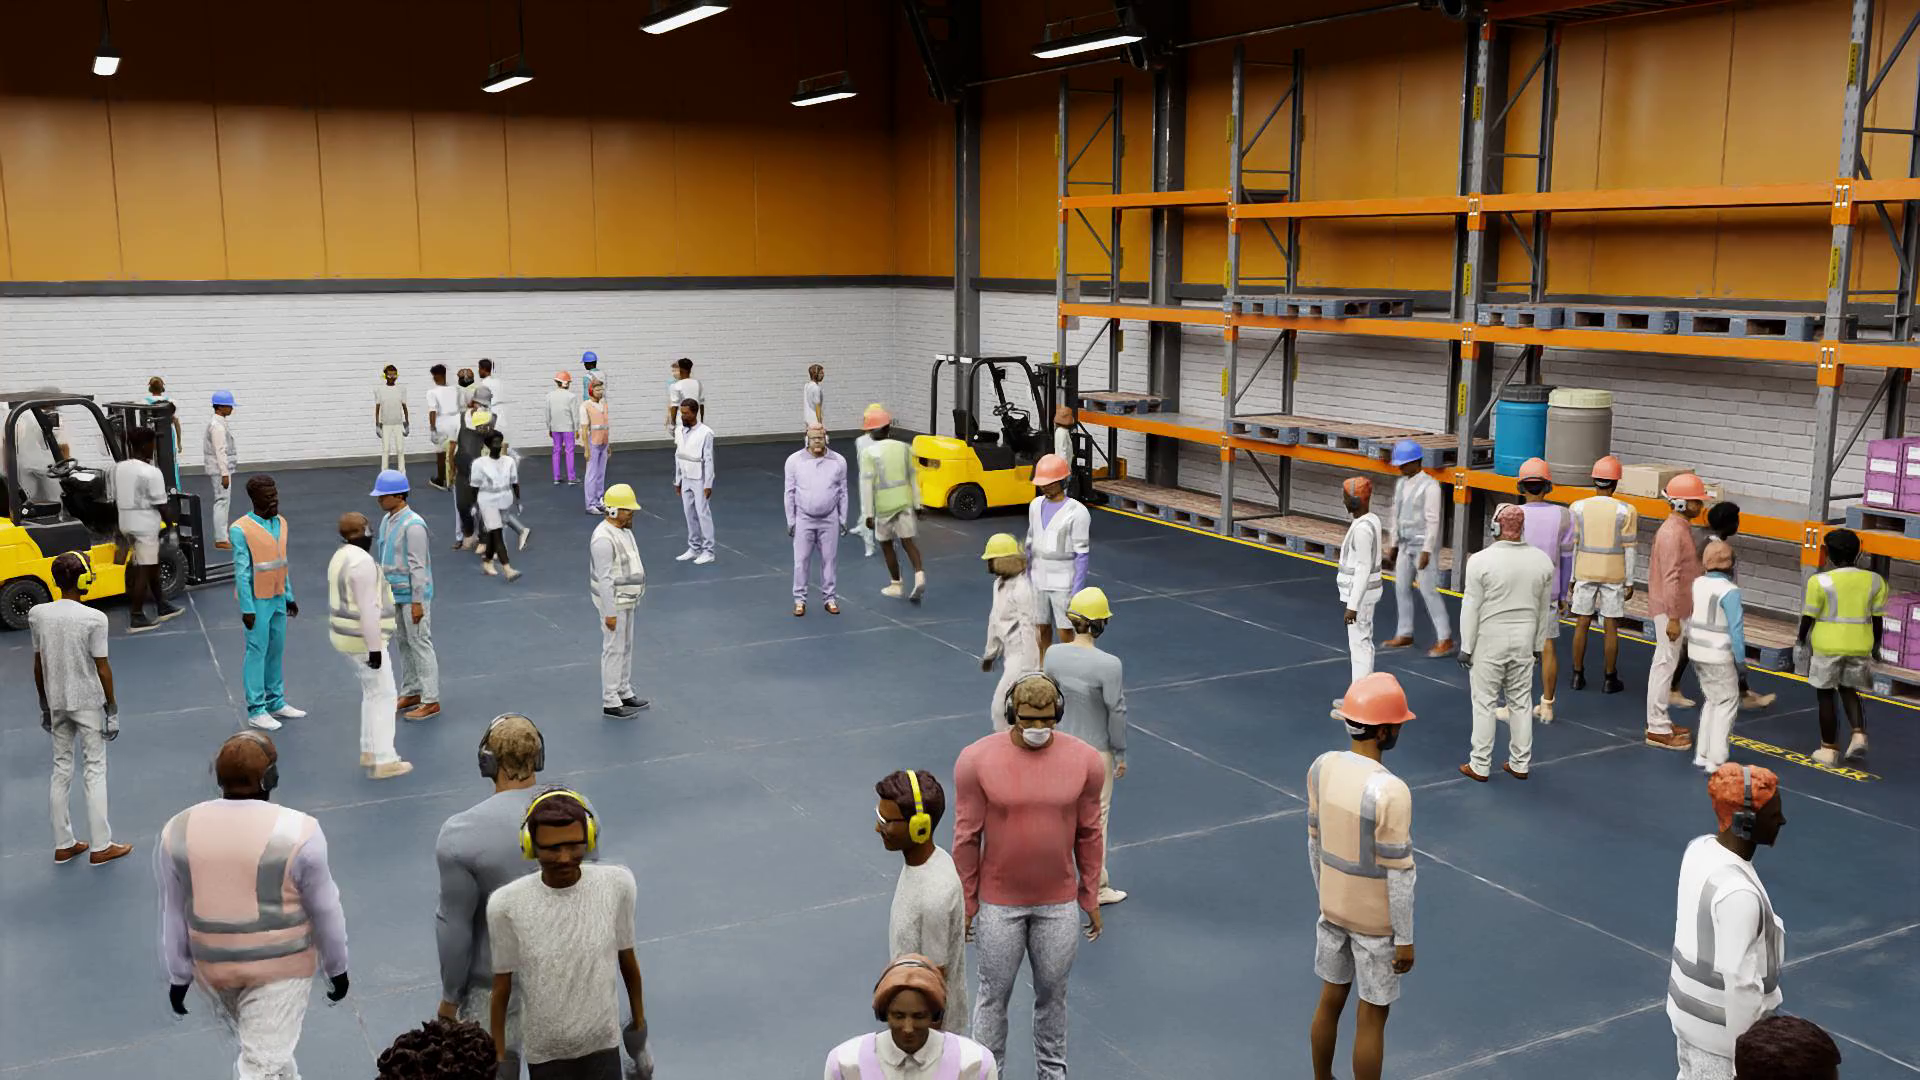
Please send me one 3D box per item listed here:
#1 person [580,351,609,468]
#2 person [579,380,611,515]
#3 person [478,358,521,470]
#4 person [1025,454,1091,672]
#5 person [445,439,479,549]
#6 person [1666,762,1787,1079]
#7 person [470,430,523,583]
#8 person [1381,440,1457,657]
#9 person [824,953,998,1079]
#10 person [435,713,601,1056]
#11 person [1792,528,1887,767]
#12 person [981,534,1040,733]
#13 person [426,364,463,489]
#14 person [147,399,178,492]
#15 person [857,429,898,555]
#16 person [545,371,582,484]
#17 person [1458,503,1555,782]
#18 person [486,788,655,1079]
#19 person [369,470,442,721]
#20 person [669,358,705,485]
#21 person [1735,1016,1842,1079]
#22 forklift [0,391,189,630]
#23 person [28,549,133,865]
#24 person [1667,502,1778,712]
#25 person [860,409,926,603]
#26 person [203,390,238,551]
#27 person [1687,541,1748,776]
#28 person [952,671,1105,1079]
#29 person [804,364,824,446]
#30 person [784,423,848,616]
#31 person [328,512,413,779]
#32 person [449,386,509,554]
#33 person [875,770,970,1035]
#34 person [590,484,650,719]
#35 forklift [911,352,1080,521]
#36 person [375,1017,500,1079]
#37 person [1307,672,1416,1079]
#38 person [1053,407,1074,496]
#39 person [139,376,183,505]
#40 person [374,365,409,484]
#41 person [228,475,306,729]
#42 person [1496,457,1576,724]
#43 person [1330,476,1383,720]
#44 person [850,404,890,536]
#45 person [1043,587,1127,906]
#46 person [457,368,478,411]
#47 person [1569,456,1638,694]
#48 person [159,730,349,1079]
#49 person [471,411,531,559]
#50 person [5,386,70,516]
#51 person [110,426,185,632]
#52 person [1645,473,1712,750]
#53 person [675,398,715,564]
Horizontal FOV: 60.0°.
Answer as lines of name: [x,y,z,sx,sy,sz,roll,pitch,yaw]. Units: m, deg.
person: [-6.071,-2.161,27.605,0.416,1.939,0.604,3,10,19]
person: [-4.985,-1.270,22.738,0.376,1.841,0.571,3,10,19]
person: [-7.420,-1.941,26.457,0.651,1.903,0.595,1,10,3]
person: [0.720,0.339,12.930,0.605,2.036,0.383,10,14,44]
person: [-5.948,-0.704,20.079,0.500,1.636,0.284,-1,10,-5]
person: [2.607,1.675,5.676,0.355,1.883,0.575,2,10,9]
person: [-5.024,-0.378,18.128,0.890,1.643,0.550,9,13,41]
person: [4.093,0.072,14.801,0.557,1.921,0.761,-3,10,-19]
person: [-0.138,1.958,4.780,0.513,1.630,0.318,0,10,0]
person: [-1.607,1.582,6.102,0.638,1.927,0.391,-9,14,-43]
person: [6.131,0.754,11.570,0.554,1.671,0.375,0,10,-1]
person: [0.331,0.804,11.180,0.650,1.712,0.495,-3,10,-14]
person: [-7.674,-1.658,24.812,0.633,1.898,1.015,-9,13,-42]
person: [-9.025,-0.605,18.715,0.370,1.930,0.770,-1,10,-7]
person: [-0.976,-0.698,19.816,0.485,1.705,0.741,3,10,16]
person: [-6.115,-1.737,25.693,0.565,1.748,0.339,4,11,20]
person: [3.675,0.695,11.293,0.635,1.900,0.398,-3,10,-15]
person: [-1.293,1.713,5.542,0.560,1.855,0.415,-4,10,-20]
person: [-4.273,0.417,12.778,0.424,1.938,0.603,-9,13,-42]
person: [-4.189,-1.814,25.520,0.606,1.966,0.367,-9,13,-41]
person: [1.763,1.994,3.752,0.390,1.914,0.587,-5,11,-28]
forklift: [-9.026,-0.363,16.508,1.214,2.155,2.313,6,11,29]
person: [-5.162,0.987,9.736,0.510,1.855,0.324,1,10,7]
person: [5.930,0.524,12.924,0.841,1.650,0.551,1,10,6]
person: [-0.622,-0.337,16.967,0.714,1.990,0.839,-8,13,-38]
person: [-8.856,-0.838,20.004,0.426,1.937,0.615,-5,11,-25]
person: [5.173,0.810,11.402,0.357,1.611,0.548,-1,10,-4]
person: [0.281,1.463,6.746,0.627,1.936,0.371,-1,10,-8]
person: [-2.256,-1.807,25.828,0.325,1.843,0.517,-5,11,-25]
person: [-1.410,-0.202,16.408,0.637,1.911,0.403,-2,10,-13]
person: [-4.106,0.715,11.480,0.433,1.796,0.679,-6,12,-31]
person: [-5.693,-0.837,19.682,0.714,2.000,0.542,-2,10,-9]
person: [-0.133,1.683,5.703,0.327,1.862,0.511,-1,10,-7]
person: [-2.628,0.471,12.807,0.403,1.818,0.601,1,10,4]
forklift: [0.460,-1.461,22.833,2.313,2.155,1.214,-5,11,-28]
person: [-1.090,1.982,3.664,0.603,1.967,0.366,7,12,36]
person: [1.623,1.476,6.661,0.358,1.938,0.545,-5,11,-29]
person: [1.313,-0.868,21.031,0.279,1.632,0.507,0,10,1]
person: [-11.180,-1.364,23.276,0.518,1.844,0.332,-6,11,-29]
person: [-8.719,-1.762,25.541,0.510,1.860,0.333,-6,11,-31]
person: [-5.265,0.454,12.597,0.390,1.920,0.587,2,10,11]
person: [4.316,0.393,12.606,0.608,2.040,0.394,-1,10,-3]
person: [3.053,0.445,12.753,0.353,1.884,0.572,3,10,19]
person: [-1.038,-0.879,20.906,0.853,1.685,0.502,-8,13,-40]
person: [0.694,1.130,9.150,0.533,1.767,0.312,8,13,39]
person: [-7.411,-1.686,25.182,0.429,1.833,0.631,-3,10,-15]
person: [5.211,0.283,13.529,0.544,1.939,0.354,6,12,32]
person: [-2.661,1.605,6.345,0.643,1.793,0.987,1,10,8]
person: [-5.405,-0.668,19.572,0.613,1.735,0.550,-4,11,-21]
person: [-11.087,-0.886,19.965,0.862,2.000,0.535,0,10,-2]
person: [-7.695,-0.128,15.892,0.651,1.931,0.839,5,11,27]
person: [5.191,0.506,12.081,0.376,1.995,0.609,4,11,24]
person: [-3.045,-0.687,19.201,0.590,1.912,0.387,9,13,40]
